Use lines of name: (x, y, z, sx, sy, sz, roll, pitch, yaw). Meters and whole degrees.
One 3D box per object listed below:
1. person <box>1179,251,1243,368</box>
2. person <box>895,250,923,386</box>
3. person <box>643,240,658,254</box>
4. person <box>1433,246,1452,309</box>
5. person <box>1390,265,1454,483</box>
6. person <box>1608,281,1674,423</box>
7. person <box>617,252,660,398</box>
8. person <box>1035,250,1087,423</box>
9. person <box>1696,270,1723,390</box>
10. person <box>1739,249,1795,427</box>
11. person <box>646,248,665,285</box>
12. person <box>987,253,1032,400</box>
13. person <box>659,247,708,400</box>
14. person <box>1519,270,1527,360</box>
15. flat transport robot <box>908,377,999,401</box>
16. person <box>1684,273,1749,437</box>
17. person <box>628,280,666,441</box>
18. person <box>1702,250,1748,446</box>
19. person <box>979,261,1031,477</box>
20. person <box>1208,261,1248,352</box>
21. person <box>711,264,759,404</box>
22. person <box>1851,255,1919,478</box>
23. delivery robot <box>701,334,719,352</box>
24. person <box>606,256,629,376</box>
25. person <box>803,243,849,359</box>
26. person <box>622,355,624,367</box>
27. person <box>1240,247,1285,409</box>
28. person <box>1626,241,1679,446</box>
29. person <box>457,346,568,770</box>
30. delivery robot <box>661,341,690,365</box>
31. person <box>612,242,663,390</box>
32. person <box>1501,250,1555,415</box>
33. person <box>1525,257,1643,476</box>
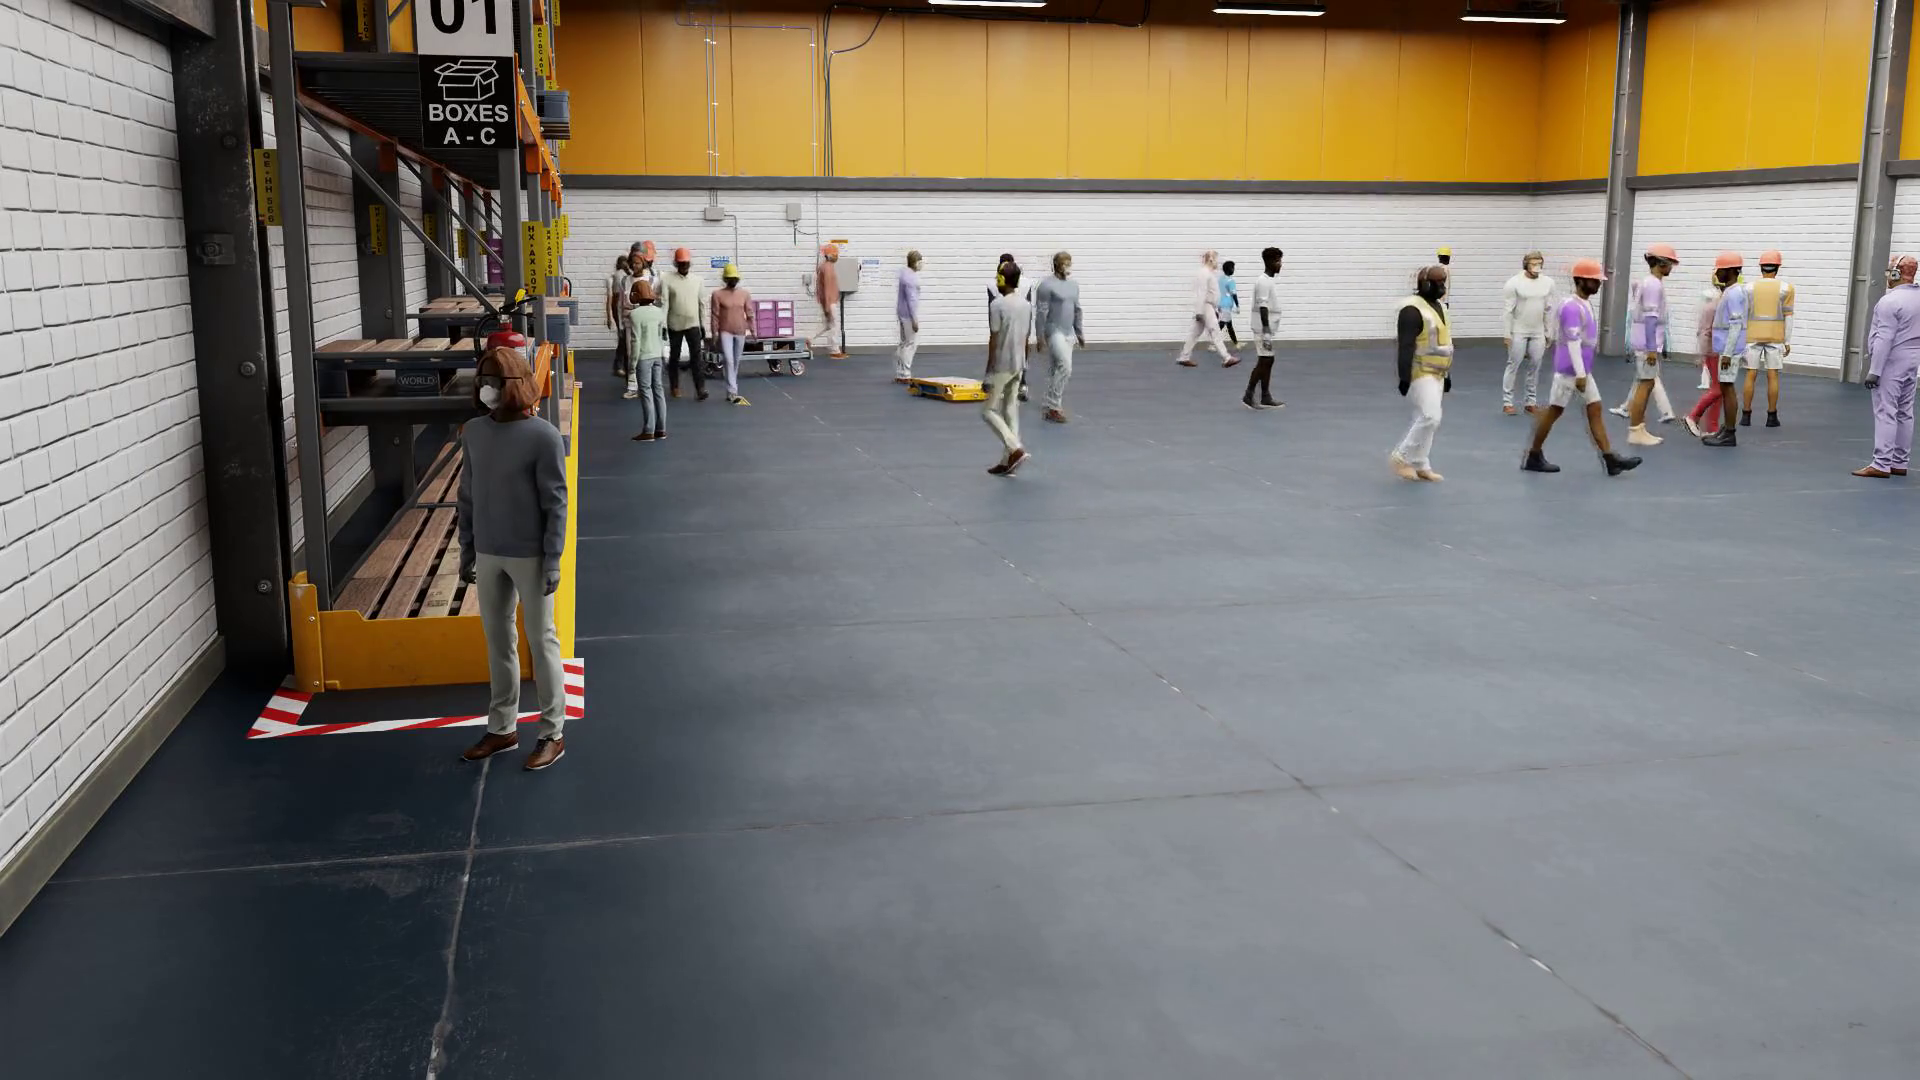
person: (4.010, -3.688, 26.666, 1.047, 1.851, 0.661, 2, 10, 13)
person: (-0.725, -3.119, 23.411, 0.422, 1.897, 0.798, -1, 10, -7)
person: (-5.199, -3.943, 27.602, 0.409, 2.028, 0.619, -2, 10, -10)
person: (8.850, -4.436, 30.594, 0.355, 1.930, 0.587, -1, 10, -6)
person: (3.918, -1.380, 13.952, 0.445, 1.831, 0.631, 8, 13, 37)
person: (7.726, -2.114, 18.686, 0.565, 1.579, 0.882, -6, 12, -30)
person: (-4.133, -2.754, 21.402, 0.575, 1.885, 0.355, 2, 10, 11)
person: (1.164, -2.262, 18.590, 0.611, 1.919, 0.634, 8, 13, 36)
person: (10.310, -2.857, 22.654, 0.514, 1.637, 0.314, 1, 10, 7)
person: (8.807, -2.203, 18.200, 0.544, 1.938, 0.356, 6, 12, 29)
person: (-5.011, -3.716, 26.703, 0.565, 1.892, 0.882, 0, 10, -1)
person: (0.653, -2.732, 21.307, 0.600, 1.883, 0.951, -2, 10, -9)
person: (-3.538, -2.760, 21.288, 0.656, 1.934, 1.046, -5, 11, -24)
person: (9.699, -3.983, 28.373, 0.404, 1.826, 0.587, 0, 10, -1)
flat transport robot: (-0.099, -1.966, 21.505, 0.652, 0.197, 1.431, -5, 11, -24)
person: (7.719, -1.862, 16.847, 0.518, 1.747, 0.408, -6, 12, -31)
person: (-3.193, -1.819, 16.911, 0.284, 1.633, 0.501, 5, 11, 26)
person: (7.580, -1.894, 16.493, 0.377, 1.932, 0.552, 4, 11, 22)
person: (0.405, -1.451, 14.248, 0.428, 1.856, 0.562, 9, 14, 42)
person: (4.903, -4.245, 30.298, 0.877, 1.643, 0.550, -3, 11, -18)
person: (-2.796, -2.558, 20.728, 0.543, 1.724, 0.871, -6, 12, -28)
person: (8.014, -1.483, 14.298, 0.643, 1.909, 0.410, -6, 12, -31)
delivery robot: (-3.789, -2.979, 26.070, 0.477, 0.478, 0.707, 7, 12, 35)
person: (-4.953, -3.304, 24.686, 0.538, 1.794, 0.960, -10, 14, -44)
person: (-2.326, -4.090, 28.540, 0.726, 1.979, 0.610, -2, 10, -12)
person: (-5.220, -3.557, 26.617, 0.543, 1.609, 0.408, 4, 11, 19)
person: (3.686, -2.553, 20.140, 0.525, 1.964, 0.668, 3, 11, 18)
person: (6.885, -1.947, 16.552, 0.415, 2.031, 0.633, 4, 11, 19)
person: (-1.737, 0.069, 6.442, 0.500, 1.636, 0.280, 5, 11, 24)
delivery robot: (-4.361, -2.896, 25.610, 0.707, 0.478, 0.477, -8, 13, -37)
person: (-4.343, -3.043, 22.569, 0.755, 2.000, 0.553, -10, 14, -44)
person: (6.587, -2.397, 19.342, 0.641, 1.928, 0.398, -2, 10, -12)
person: (5.394, -1.488, 14.380, 1.001, 1.879, 0.573, 8, 13, 38)
